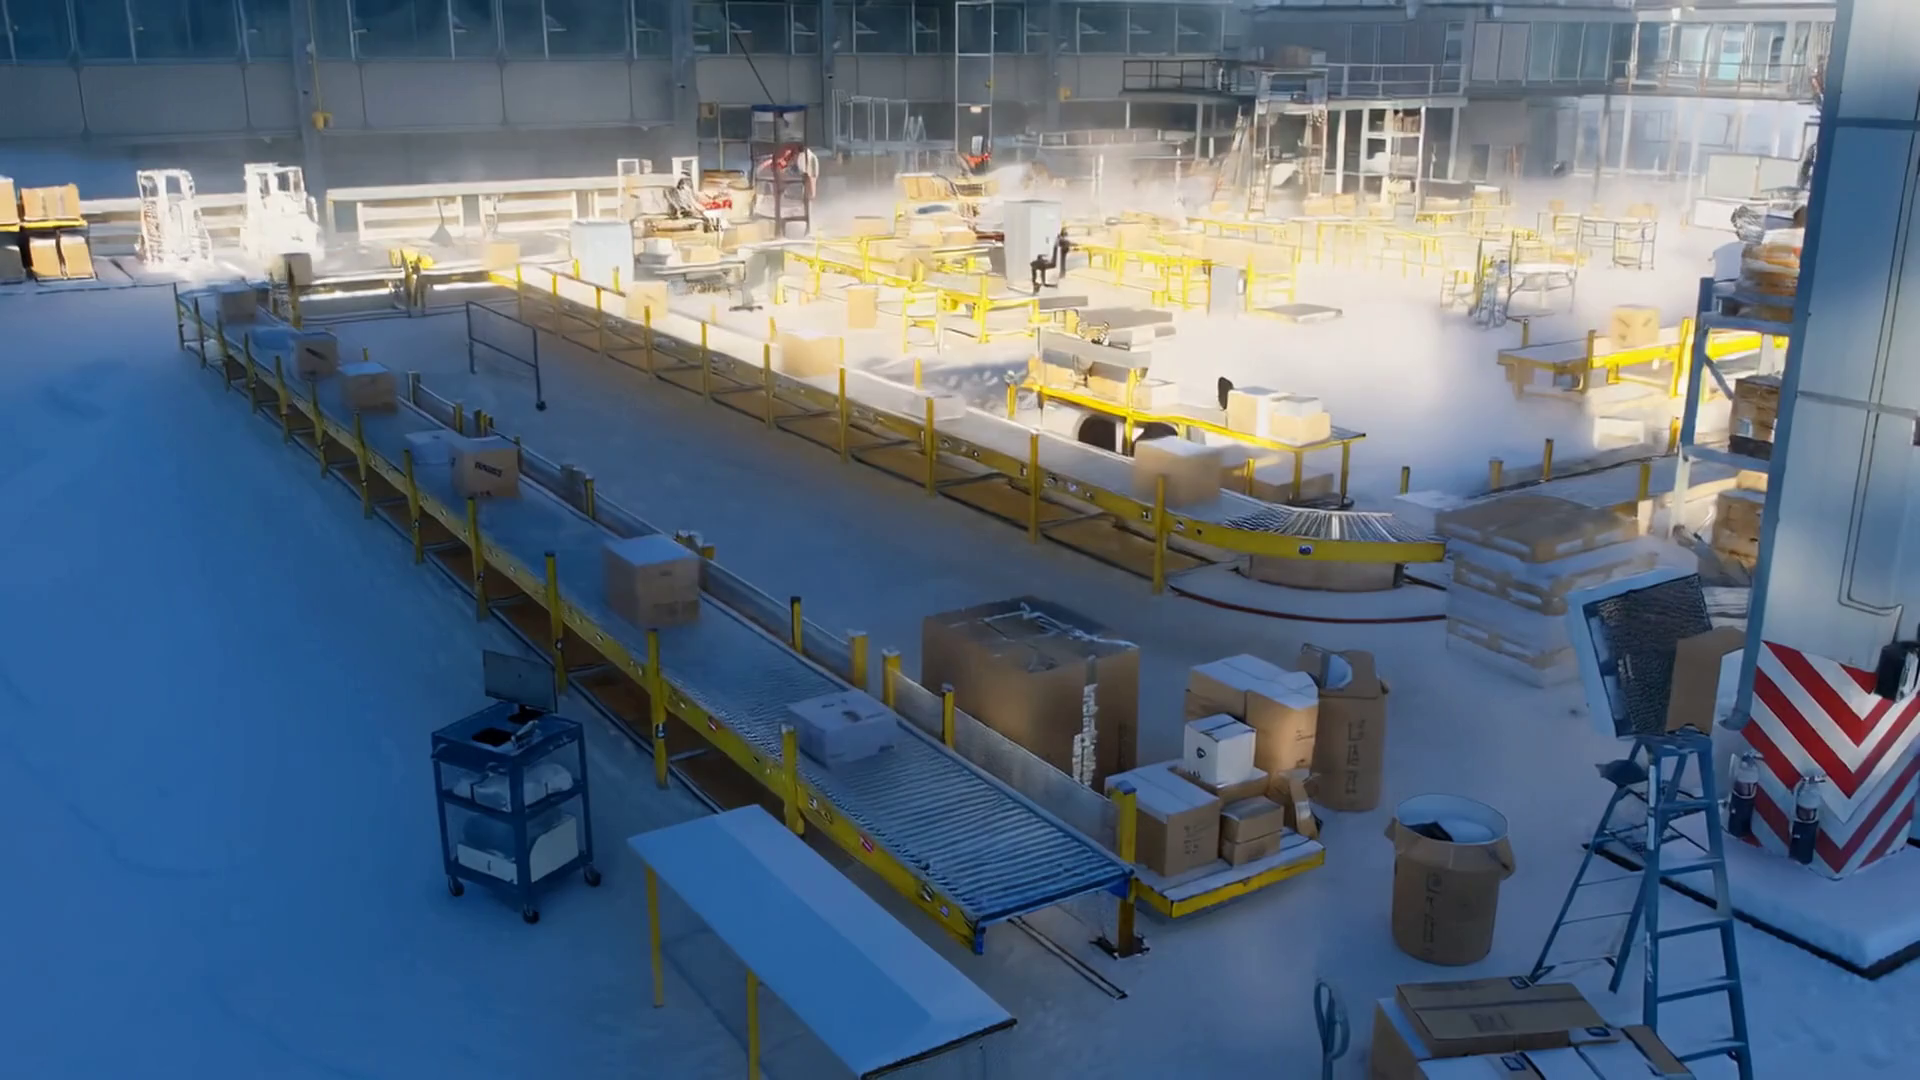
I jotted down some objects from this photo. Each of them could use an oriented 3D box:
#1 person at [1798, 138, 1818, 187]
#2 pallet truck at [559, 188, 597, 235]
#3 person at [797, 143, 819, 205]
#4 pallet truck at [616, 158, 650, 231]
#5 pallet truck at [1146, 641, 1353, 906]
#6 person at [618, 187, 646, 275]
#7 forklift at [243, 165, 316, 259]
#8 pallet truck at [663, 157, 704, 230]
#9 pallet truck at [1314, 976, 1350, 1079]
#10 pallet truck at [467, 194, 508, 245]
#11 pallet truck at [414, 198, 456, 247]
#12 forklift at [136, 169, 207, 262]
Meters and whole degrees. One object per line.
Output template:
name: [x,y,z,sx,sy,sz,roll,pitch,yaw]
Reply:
person: [28.693,-12.563,55.830,1.008,1.829,0.582,0,17,1]
pallet truck: [-10.010,-8.652,43.699,0.653,1.274,1.630,-10,20,-31]
person: [-4.732,-11.398,51.806,0.652,1.904,0.403,-2,17,-6]
pallet truck: [-8.918,-9.176,44.255,0.823,1.965,1.885,-9,19,-27]
pallet truck: [1.664,1.407,10.232,1.630,1.274,0.653,-10,20,-31]
person: [-6.894,-6.407,34.977,0.633,2.032,0.420,3,17,11]
forklift: [-15.898,-7.669,38.708,1.157,1.987,2.680,-11,20,-33]
pallet truck: [-7.586,-9.308,44.692,0.823,1.965,1.885,-11,20,-33]
pallet truck: [2.299,2.390,7.086,1.601,1.201,0.680,-2,17,-7]
pallet truck: [-11.983,-8.177,42.137,0.704,1.261,1.522,-11,20,-33]
pallet truck: [-13.250,-8.060,41.856,0.680,1.201,1.601,-10,20,-31]
forklift: [-17.842,-7.318,37.559,1.157,1.987,2.680,-10,20,-31]
